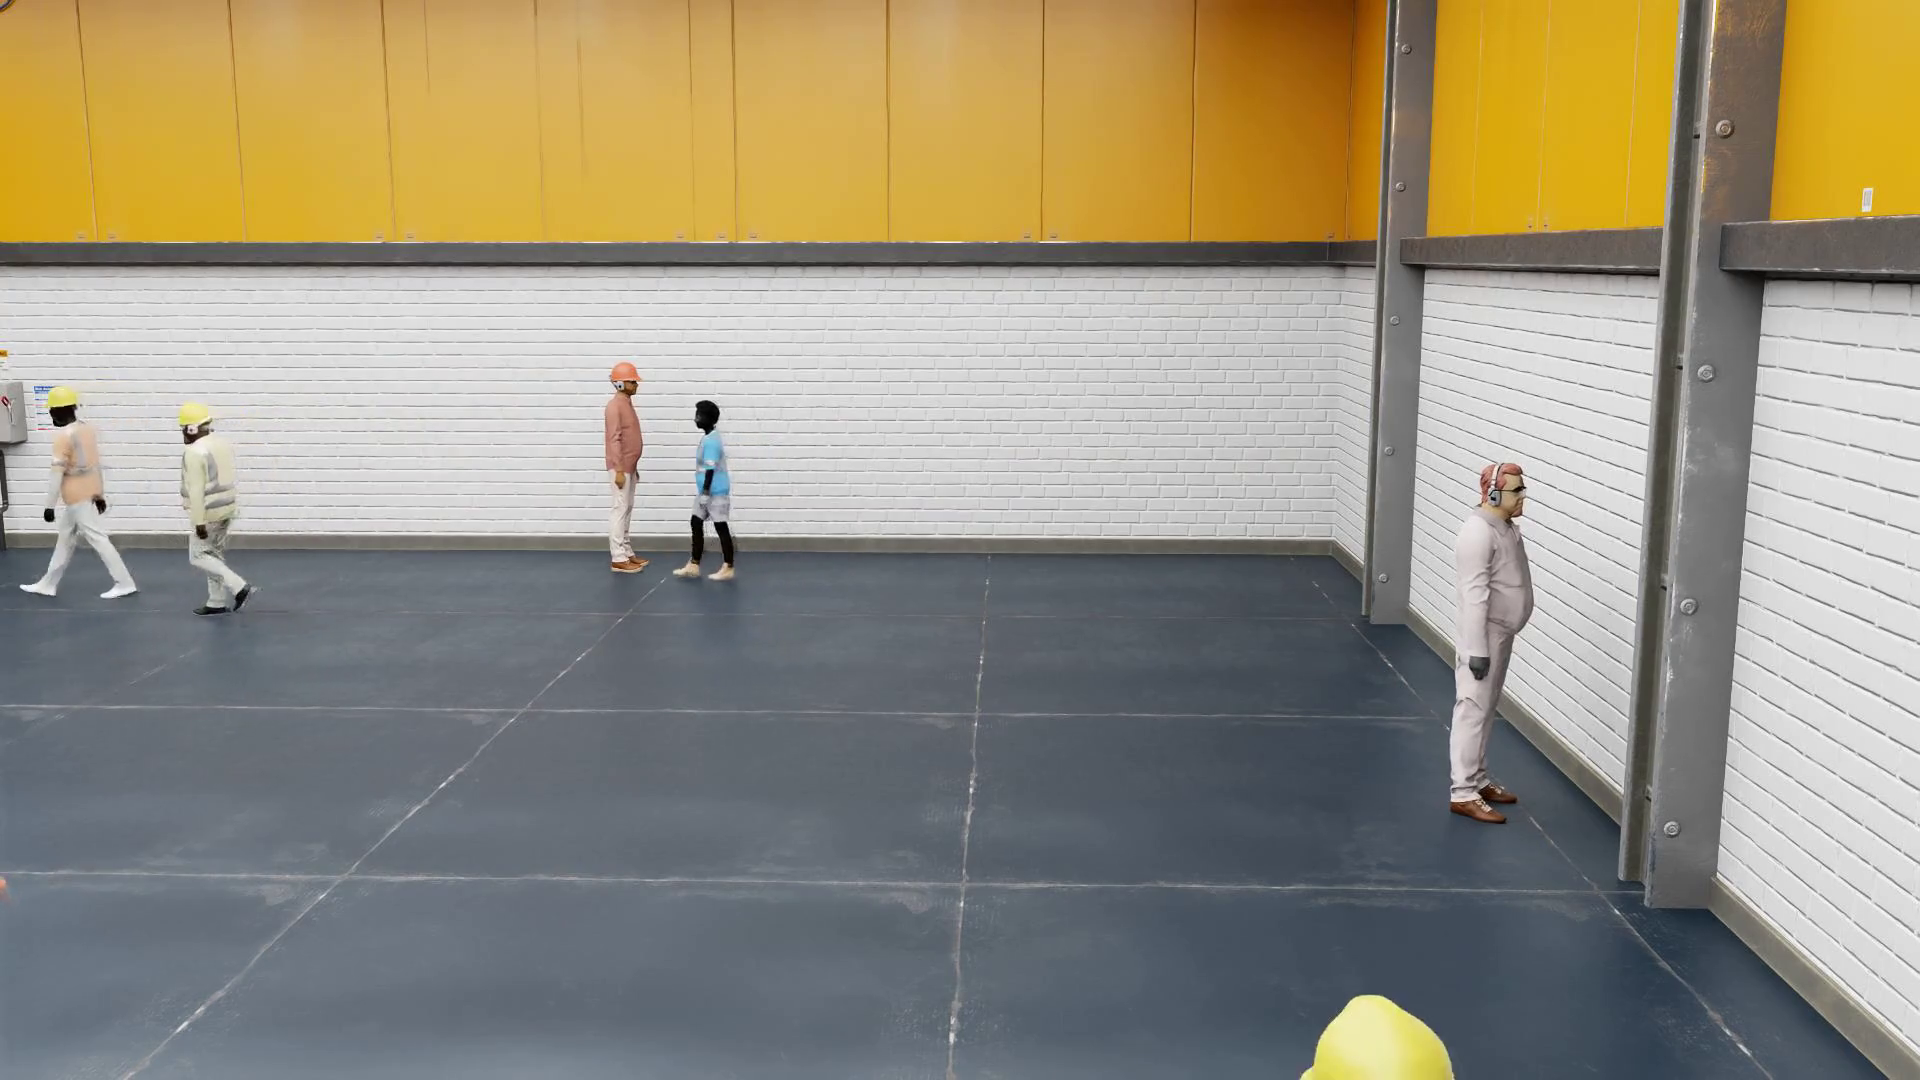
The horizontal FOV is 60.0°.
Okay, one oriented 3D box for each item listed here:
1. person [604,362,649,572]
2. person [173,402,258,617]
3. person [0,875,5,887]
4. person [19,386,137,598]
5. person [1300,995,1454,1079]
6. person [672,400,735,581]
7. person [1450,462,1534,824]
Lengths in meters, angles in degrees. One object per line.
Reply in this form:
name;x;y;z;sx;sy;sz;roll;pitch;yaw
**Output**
person;-3.189;-0.698;15.858;0.381;1.996;0.608;0;10;2
person;-6.128;-0.233;13.676;0.545;1.811;0.600;0;10;3
person;-2.045;1.470;3.336;0.542;1.937;0.366;10;14;44
person;-7.723;-0.399;14.469;1.010;1.870;0.611;-1;10;-7
person;0.712;1.649;2.676;0.601;1.812;0.634;-3;10;-17
person;-2.392;-0.439;15.250;0.683;1.671;0.553;-2;10;-13
person;2.857;0.532;8.919;0.400;1.910;0.643;6;11;30
